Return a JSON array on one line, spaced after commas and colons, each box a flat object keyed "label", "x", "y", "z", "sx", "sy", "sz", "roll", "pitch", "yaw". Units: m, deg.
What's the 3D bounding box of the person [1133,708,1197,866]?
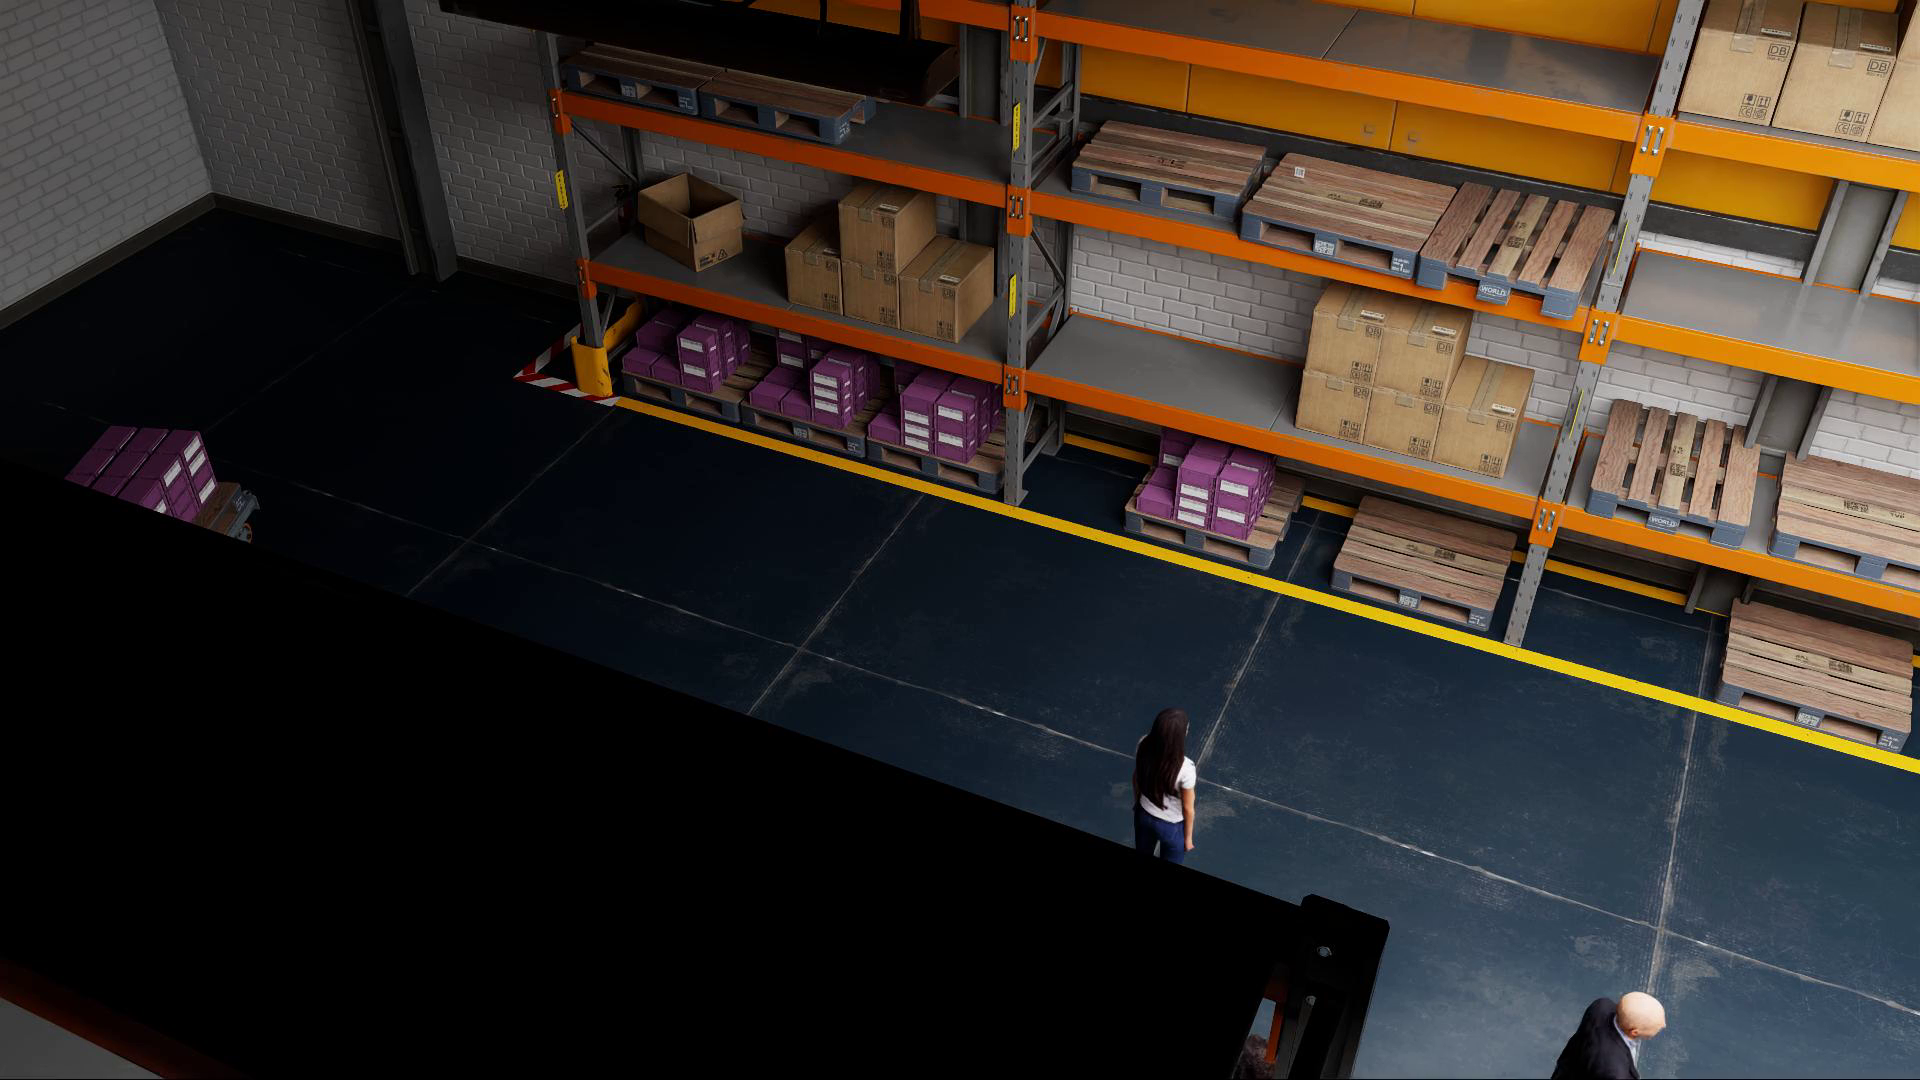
[{"label": "person", "x": 1.161, "y": 1.644, "z": 9.644, "sx": 0.723, "sy": 1.774, "sz": 0.586, "roll": -29, "pitch": 47, "yaw": -32}]

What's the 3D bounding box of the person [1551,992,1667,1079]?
[{"label": "person", "x": 2.979, "y": 2.784, "z": 8.225, "sx": 1.126, "sy": 1.765, "sz": 0.775, "roll": 10, "pitch": 40, "yaw": 12}]

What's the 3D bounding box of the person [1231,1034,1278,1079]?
[{"label": "person", "x": 1.417, "y": 2.963, "z": 8.120, "sx": 0.600, "sy": 1.615, "sz": 0.559, "roll": 16, "pitch": 41, "yaw": 19}]
